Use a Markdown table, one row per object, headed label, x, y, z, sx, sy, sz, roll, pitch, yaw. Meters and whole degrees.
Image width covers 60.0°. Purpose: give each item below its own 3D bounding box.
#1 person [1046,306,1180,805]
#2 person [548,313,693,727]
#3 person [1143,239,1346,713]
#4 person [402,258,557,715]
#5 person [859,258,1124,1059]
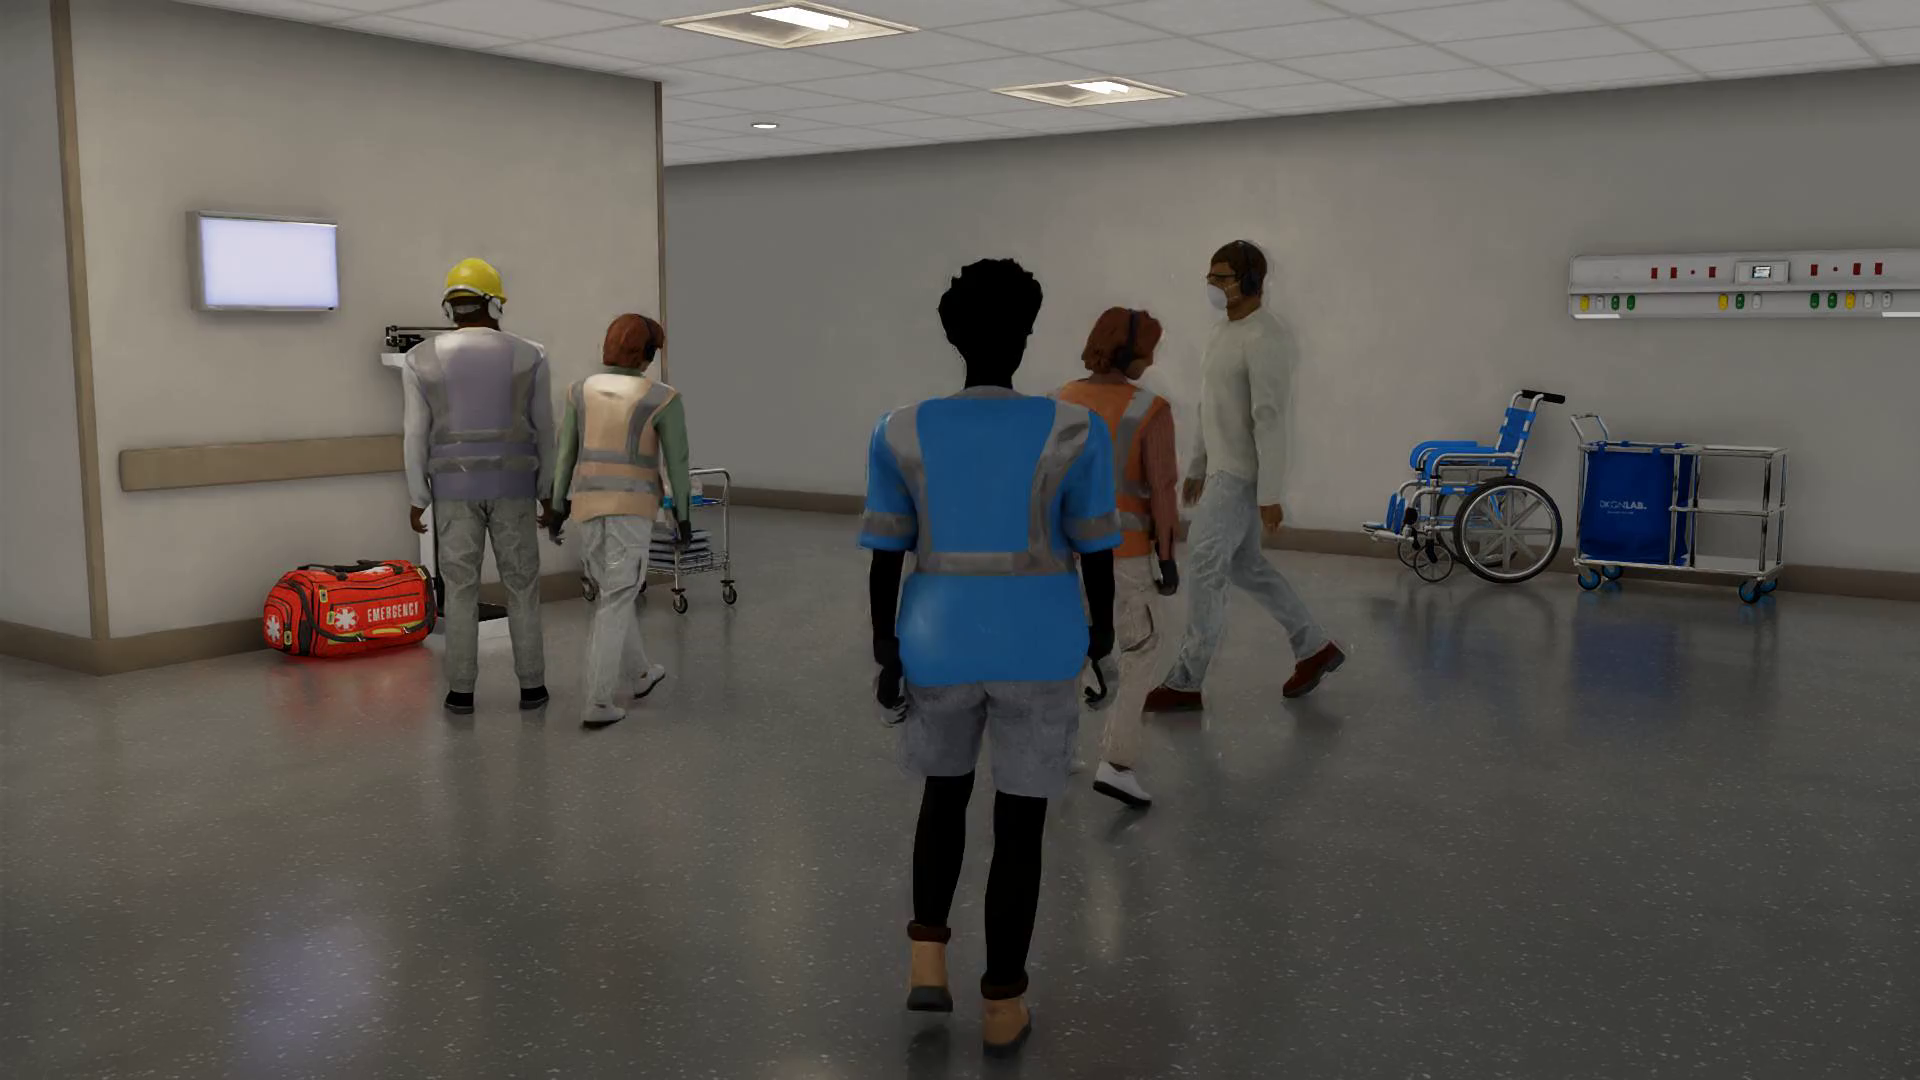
| label | x | y | z | sx | sy | sz | roll | pitch | yaw |
| --- | --- | --- | --- | --- | --- | --- | --- | --- | --- |
| person | 0.429 | 0.048 | 5.455 | 0.564 | 1.619 | 0.428 | 5 | 9 | 38 |
| person | -1.311 | -0.096 | 6.653 | 0.533 | 1.592 | 0.814 | 3 | 8 | 20 |
| person | 1.160 | -0.255 | 6.741 | 0.922 | 1.911 | 0.639 | 0 | 7 | -3 |
| person | -1.921 | -0.210 | 6.698 | 0.588 | 1.827 | 0.404 | -2 | 7 | -16 |
| person | 0.075 | 0.251 | 3.541 | 0.541 | 1.684 | 0.372 | 2 | 7 | 14 |
